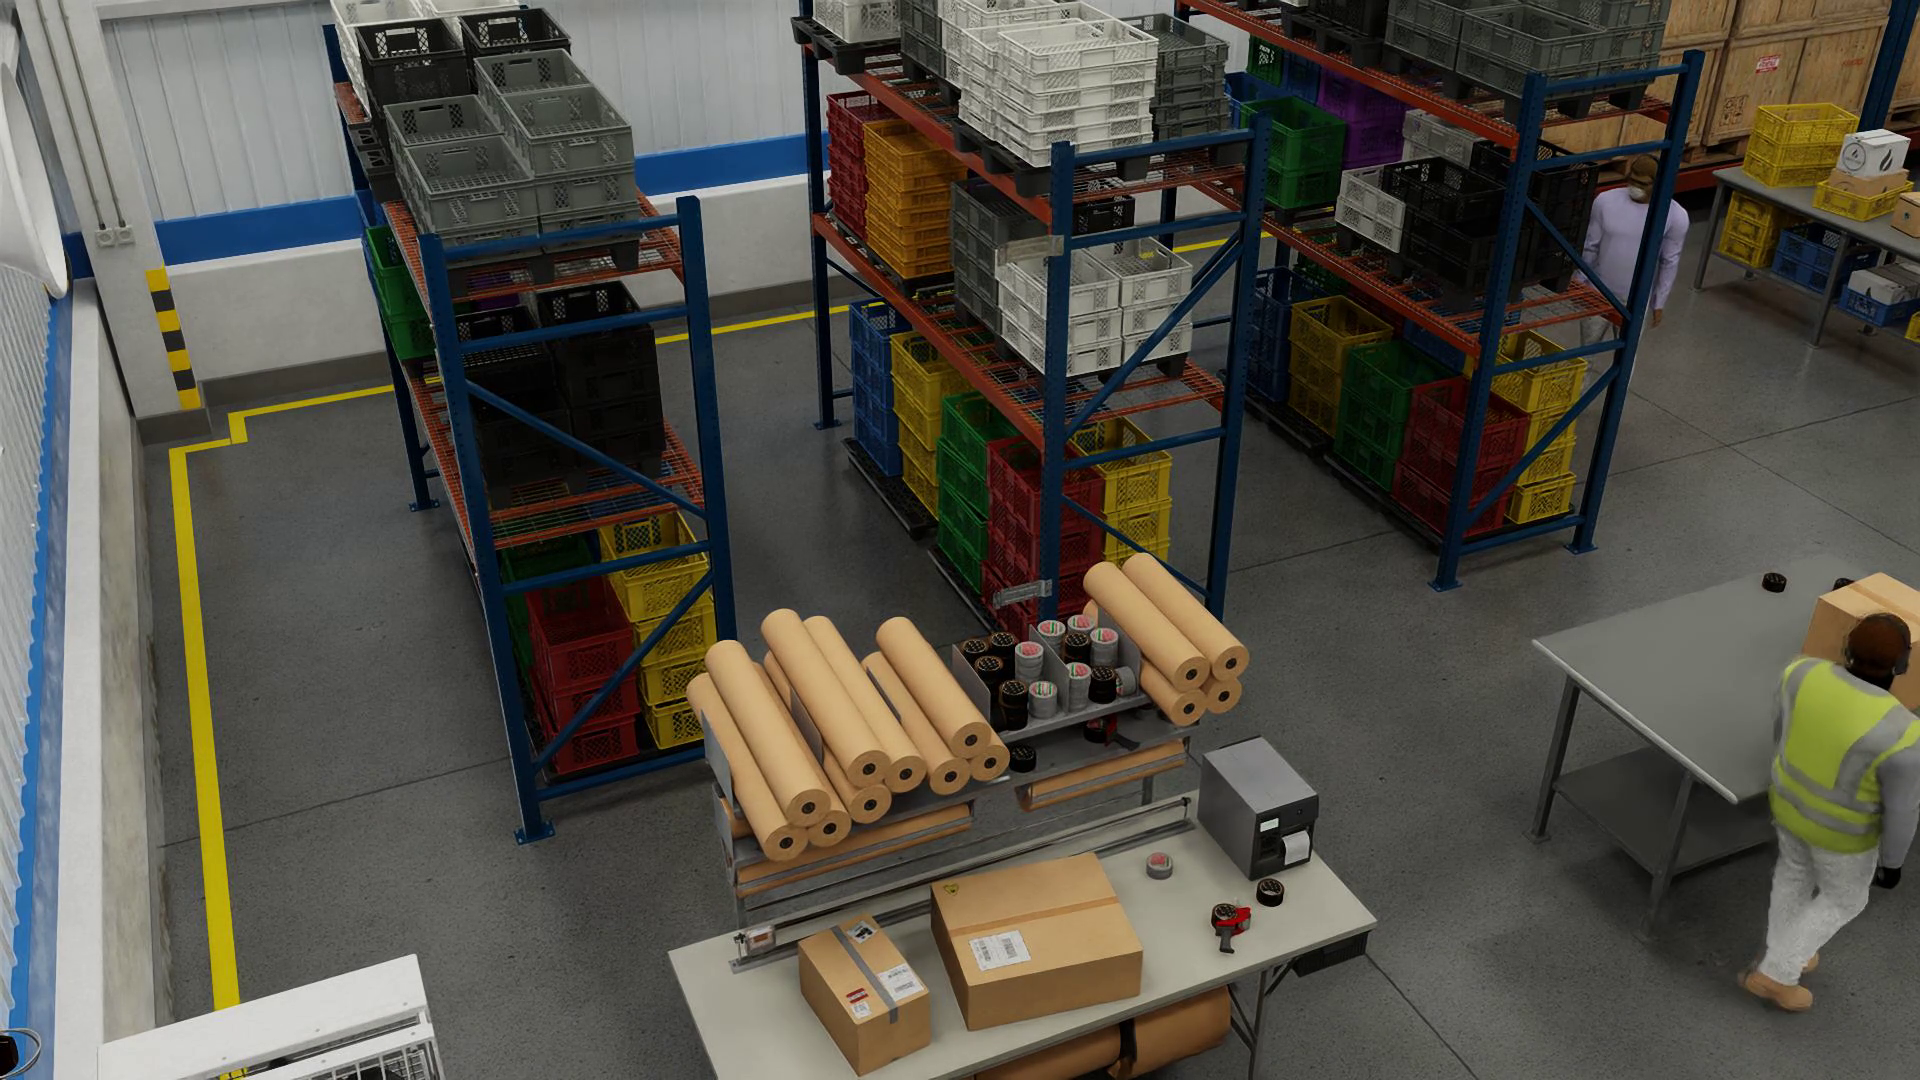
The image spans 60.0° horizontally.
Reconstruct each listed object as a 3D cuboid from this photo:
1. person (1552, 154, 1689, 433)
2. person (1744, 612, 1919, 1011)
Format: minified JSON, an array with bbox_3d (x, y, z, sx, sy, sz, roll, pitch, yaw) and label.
[{"bbox_3d":[4.374,-1.630,11.018,0.627,1.934,0.370,18,36,27],"label":"person"},{"bbox_3d":[3.495,1.101,6.686,0.459,1.820,0.677,-10,33,-16],"label":"person"}]
